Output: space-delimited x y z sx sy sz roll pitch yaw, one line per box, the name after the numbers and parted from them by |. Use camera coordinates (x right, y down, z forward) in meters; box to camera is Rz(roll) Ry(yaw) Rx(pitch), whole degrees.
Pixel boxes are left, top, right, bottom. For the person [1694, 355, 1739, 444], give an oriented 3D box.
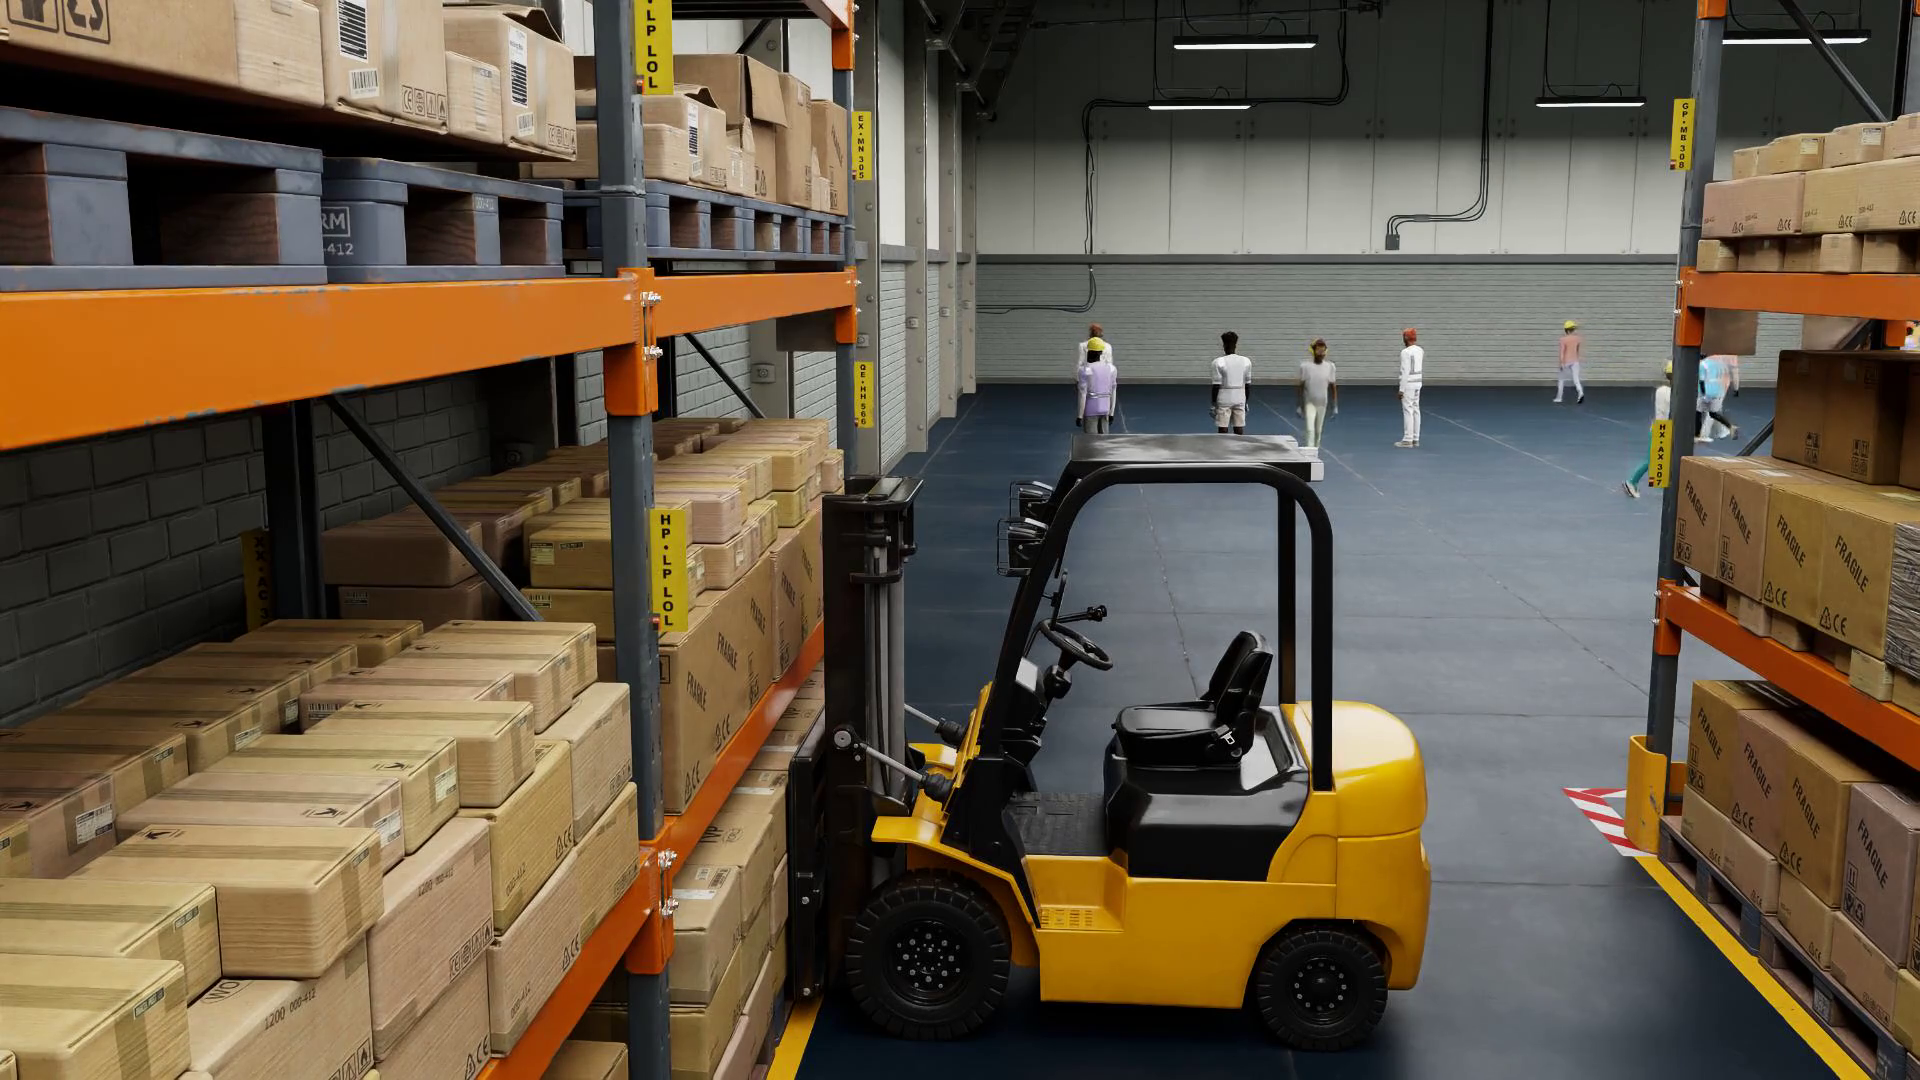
12.004 -2.327 26.505 0.544 1.660 0.761 -7 12 -38 | person

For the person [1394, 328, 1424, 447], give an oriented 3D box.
7.102 -2.401 26.268 0.357 1.884 0.574 9 13 42 | person

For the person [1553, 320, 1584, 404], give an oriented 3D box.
12.718 -3.706 34.619 0.525 1.735 0.809 -2 9 -9 | person

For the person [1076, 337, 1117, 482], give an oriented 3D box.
1.780 -1.692 21.826 0.591 1.930 0.353 -5 11 -30 | person

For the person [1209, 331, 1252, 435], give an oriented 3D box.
3.728 -1.901 22.986 0.605 1.966 0.367 -3 10 -19 | person

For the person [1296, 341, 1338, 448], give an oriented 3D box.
5.019 -1.877 23.302 0.538 1.812 0.986 0 9 0 | person

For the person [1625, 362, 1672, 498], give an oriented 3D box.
8.540 -1.327 20.199 0.516 1.738 0.830 -5 10 -26 | person

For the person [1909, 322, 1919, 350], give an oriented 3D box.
20.086 -3.847 35.157 0.633 1.843 0.429 5 11 28 | person

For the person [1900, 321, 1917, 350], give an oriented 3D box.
17.634 -3.203 31.131 1.014 1.886 0.560 -3 10 -17 | person

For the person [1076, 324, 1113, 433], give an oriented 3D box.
2.302 -2.729 28.292 0.615 1.867 0.525 -1 9 -3 | person

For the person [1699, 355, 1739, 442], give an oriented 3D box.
12.398 -2.529 27.097 1.003 1.859 0.599 -6 11 -30 | person
